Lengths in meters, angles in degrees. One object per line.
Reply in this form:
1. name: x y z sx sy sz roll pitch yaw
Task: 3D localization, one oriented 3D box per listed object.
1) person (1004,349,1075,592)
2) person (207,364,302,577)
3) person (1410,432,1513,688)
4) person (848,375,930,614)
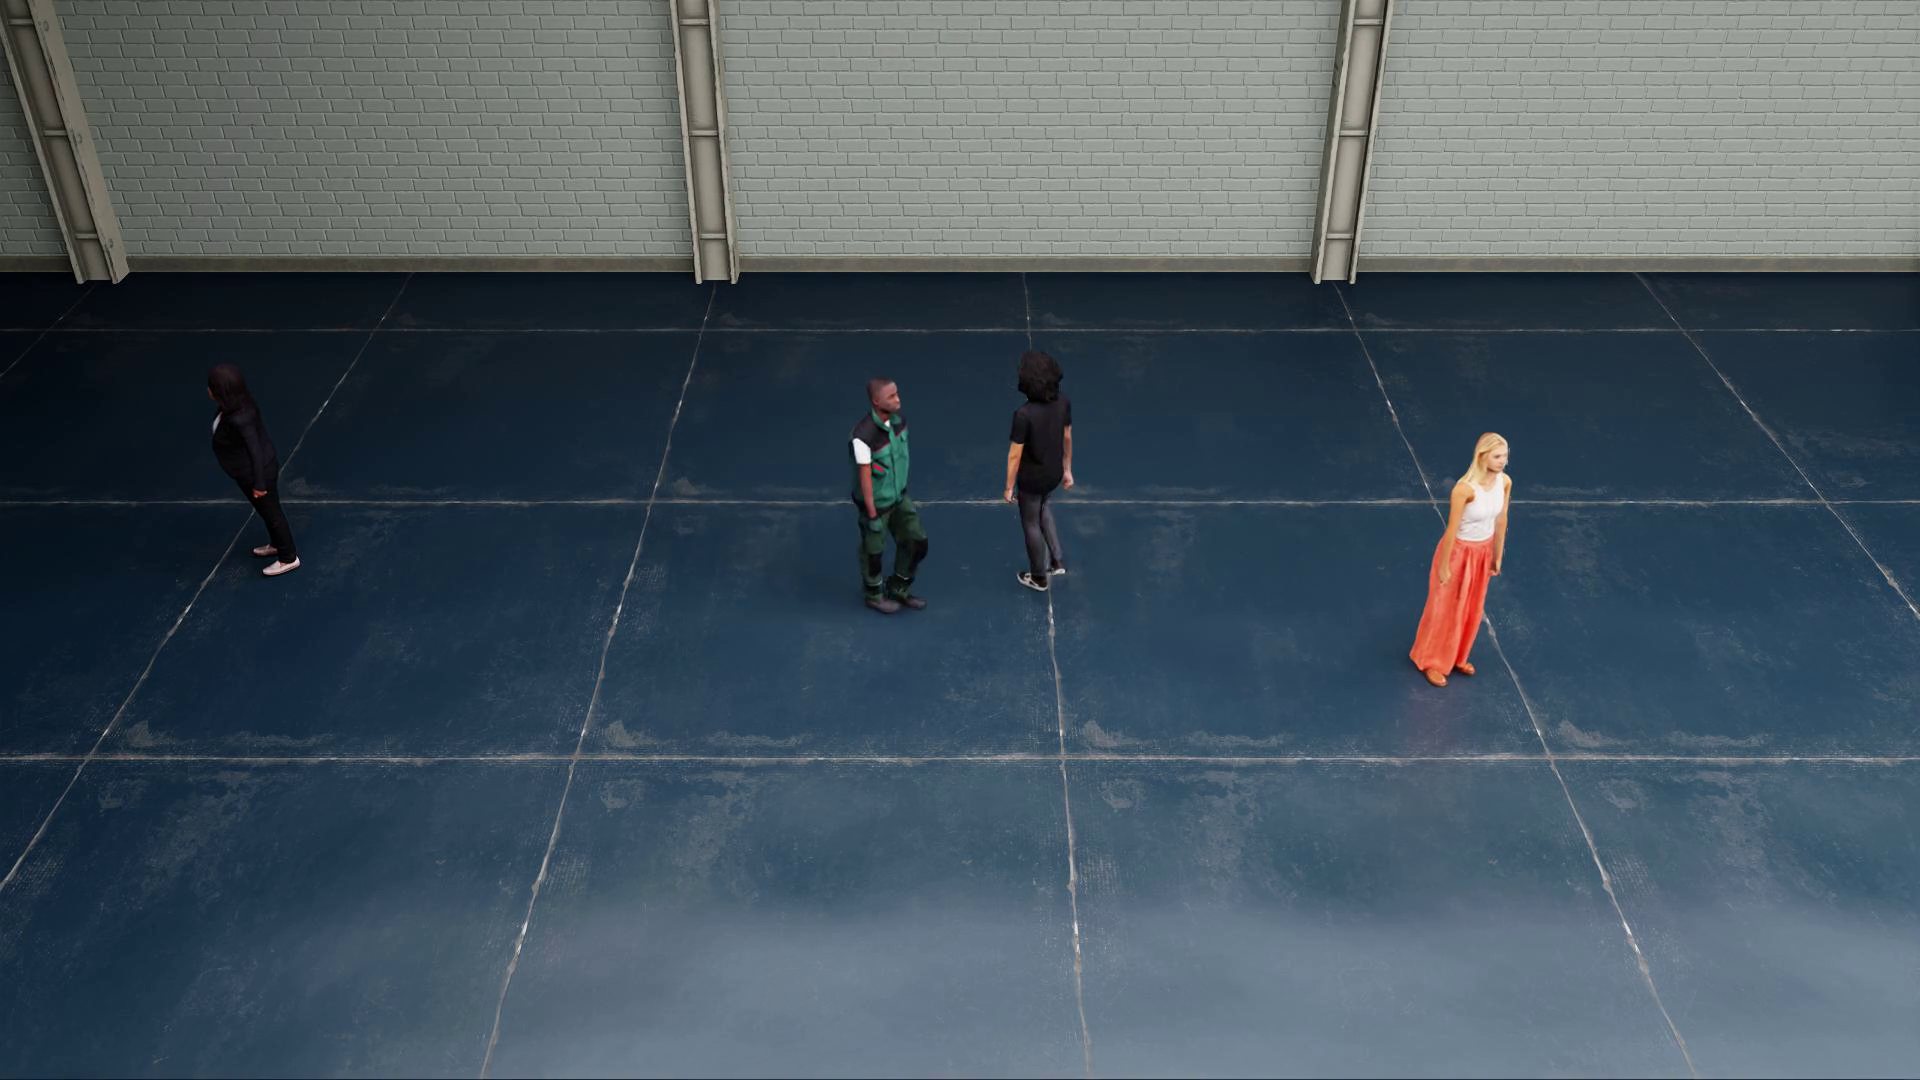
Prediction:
1. person: 0.591 -0.414 11.253 0.783 1.822 0.852 -23 40 -31
2. person: -4.913 -0.504 11.582 0.791 1.615 0.767 -18 37 -25
3. person: 3.183 0.106 10.474 0.667 1.800 0.775 -14 36 -21
4. person: -0.592 -0.304 11.079 0.907 1.828 0.867 19 38 27
